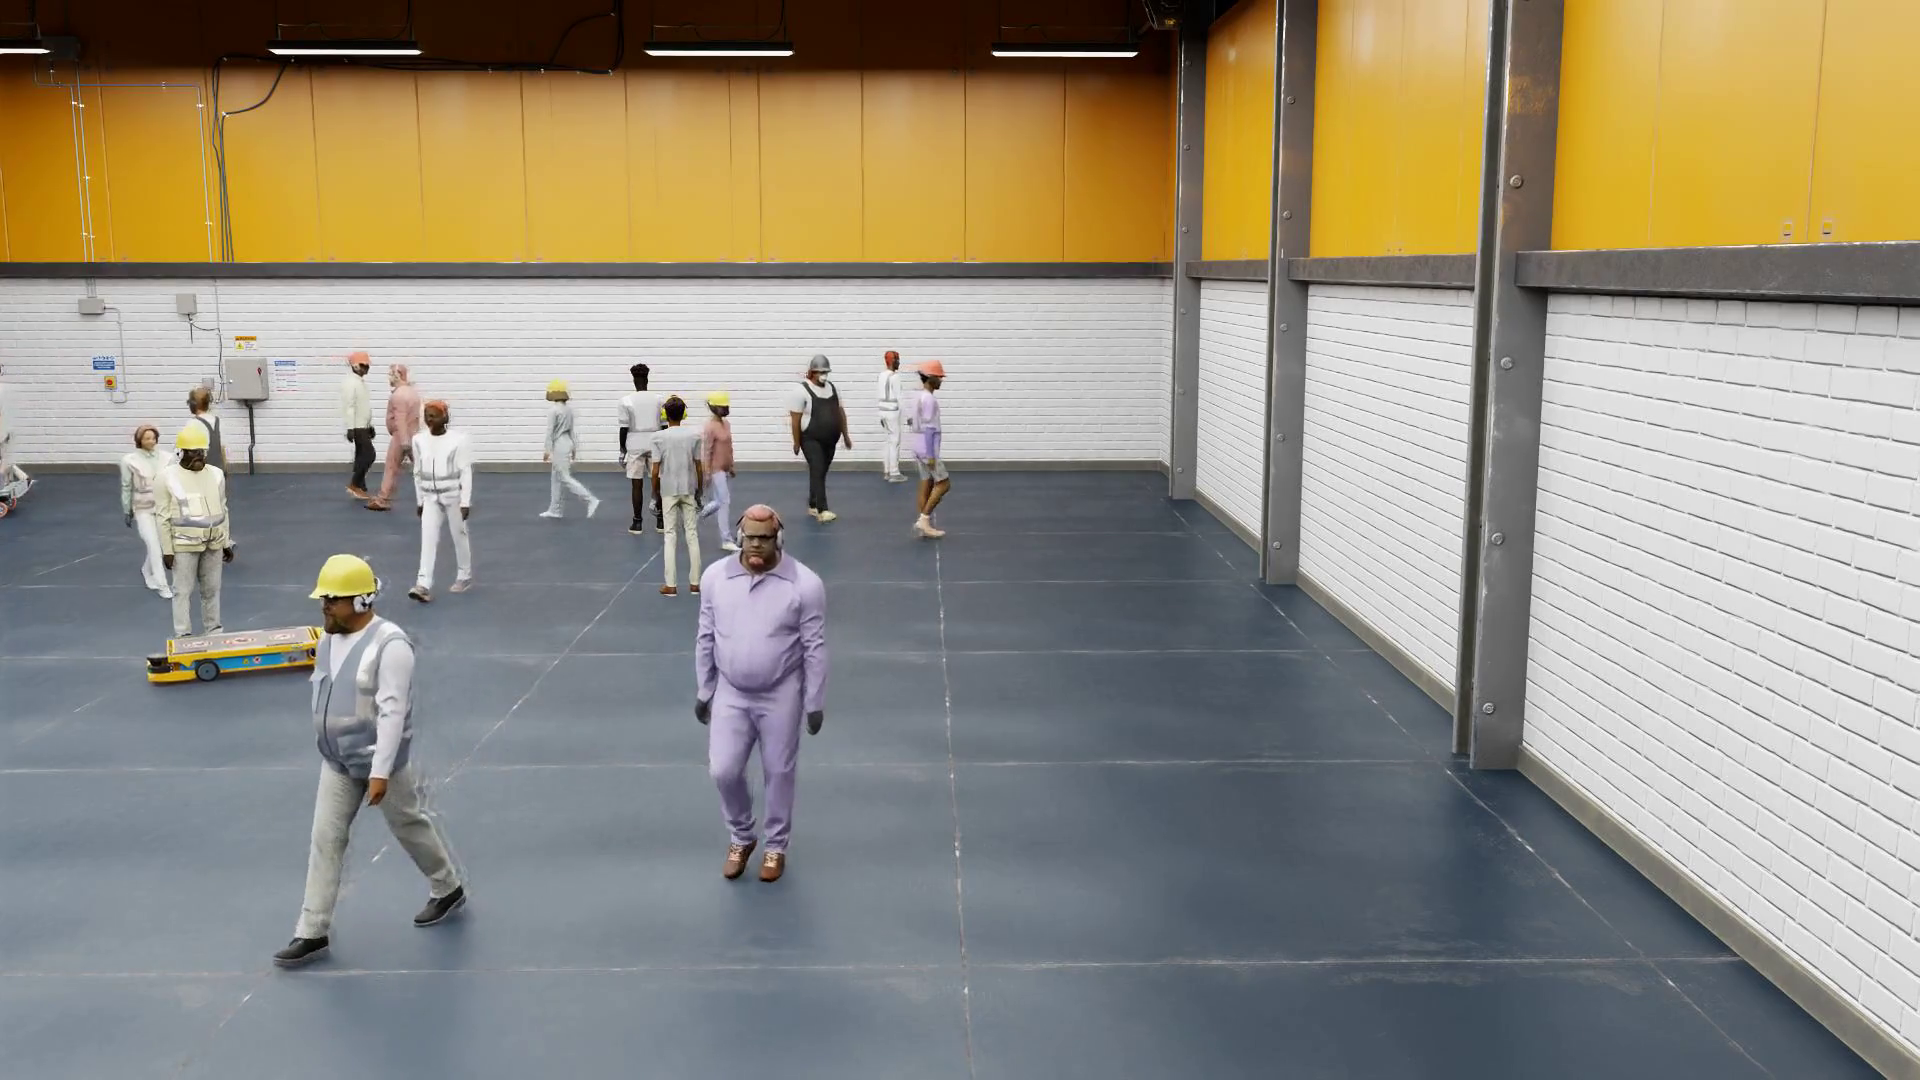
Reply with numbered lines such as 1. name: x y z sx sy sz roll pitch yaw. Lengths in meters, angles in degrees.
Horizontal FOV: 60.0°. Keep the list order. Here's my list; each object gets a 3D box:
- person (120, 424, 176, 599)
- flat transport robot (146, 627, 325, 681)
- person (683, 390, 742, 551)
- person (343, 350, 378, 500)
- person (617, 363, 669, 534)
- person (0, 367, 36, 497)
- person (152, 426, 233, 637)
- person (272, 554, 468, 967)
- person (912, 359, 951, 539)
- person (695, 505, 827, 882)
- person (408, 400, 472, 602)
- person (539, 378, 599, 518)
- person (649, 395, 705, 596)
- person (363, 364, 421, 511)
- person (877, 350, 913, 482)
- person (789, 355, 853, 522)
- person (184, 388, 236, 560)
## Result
1. person: -7.536 -0.287 15.491 0.775 1.609 0.521 8 12 39
2. flat transport robot: -5.385 0.848 12.637 1.431 0.197 0.652 -4 10 -25
3. person: -2.664 -0.756 17.951 0.692 1.745 0.526 2 10 13
4. person: -7.814 -1.489 21.734 0.443 1.978 0.649 0 9 -3
5. person: -3.623 -1.045 19.082 0.603 1.959 0.374 -4 10 -23
6. person: -12.454 -1.405 21.615 0.500 1.853 0.550 -2 9 -12
7. person: -5.920 0.026 12.906 0.404 1.832 0.589 6 11 32
8. person: -2.642 0.940 7.443 0.584 1.793 0.926 5 11 29
9. person: -0.327 -1.001 18.575 0.408 2.031 0.647 -2 9 -11
10. person: -0.988 0.764 8.192 0.684 1.887 0.465 1 9 6
11. person: -4.783 -0.363 15.288 0.602 1.826 0.968 1 9 9
12. person: -4.763 -1.106 20.198 0.778 1.714 0.490 2 9 10
13. person: -2.634 -0.410 15.458 0.518 1.873 0.328 -4 10 -22
14. person: -6.966 -1.278 20.827 1.023 1.854 0.660 1 9 4
15. person: -0.936 -1.757 23.709 0.430 1.880 0.599 -4 10 -25
16. person: -1.625 -1.249 20.084 0.912 2.000 0.705 9 13 44
17. person: -7.632 -0.631 16.912 0.475 1.834 0.532 3 10 18
